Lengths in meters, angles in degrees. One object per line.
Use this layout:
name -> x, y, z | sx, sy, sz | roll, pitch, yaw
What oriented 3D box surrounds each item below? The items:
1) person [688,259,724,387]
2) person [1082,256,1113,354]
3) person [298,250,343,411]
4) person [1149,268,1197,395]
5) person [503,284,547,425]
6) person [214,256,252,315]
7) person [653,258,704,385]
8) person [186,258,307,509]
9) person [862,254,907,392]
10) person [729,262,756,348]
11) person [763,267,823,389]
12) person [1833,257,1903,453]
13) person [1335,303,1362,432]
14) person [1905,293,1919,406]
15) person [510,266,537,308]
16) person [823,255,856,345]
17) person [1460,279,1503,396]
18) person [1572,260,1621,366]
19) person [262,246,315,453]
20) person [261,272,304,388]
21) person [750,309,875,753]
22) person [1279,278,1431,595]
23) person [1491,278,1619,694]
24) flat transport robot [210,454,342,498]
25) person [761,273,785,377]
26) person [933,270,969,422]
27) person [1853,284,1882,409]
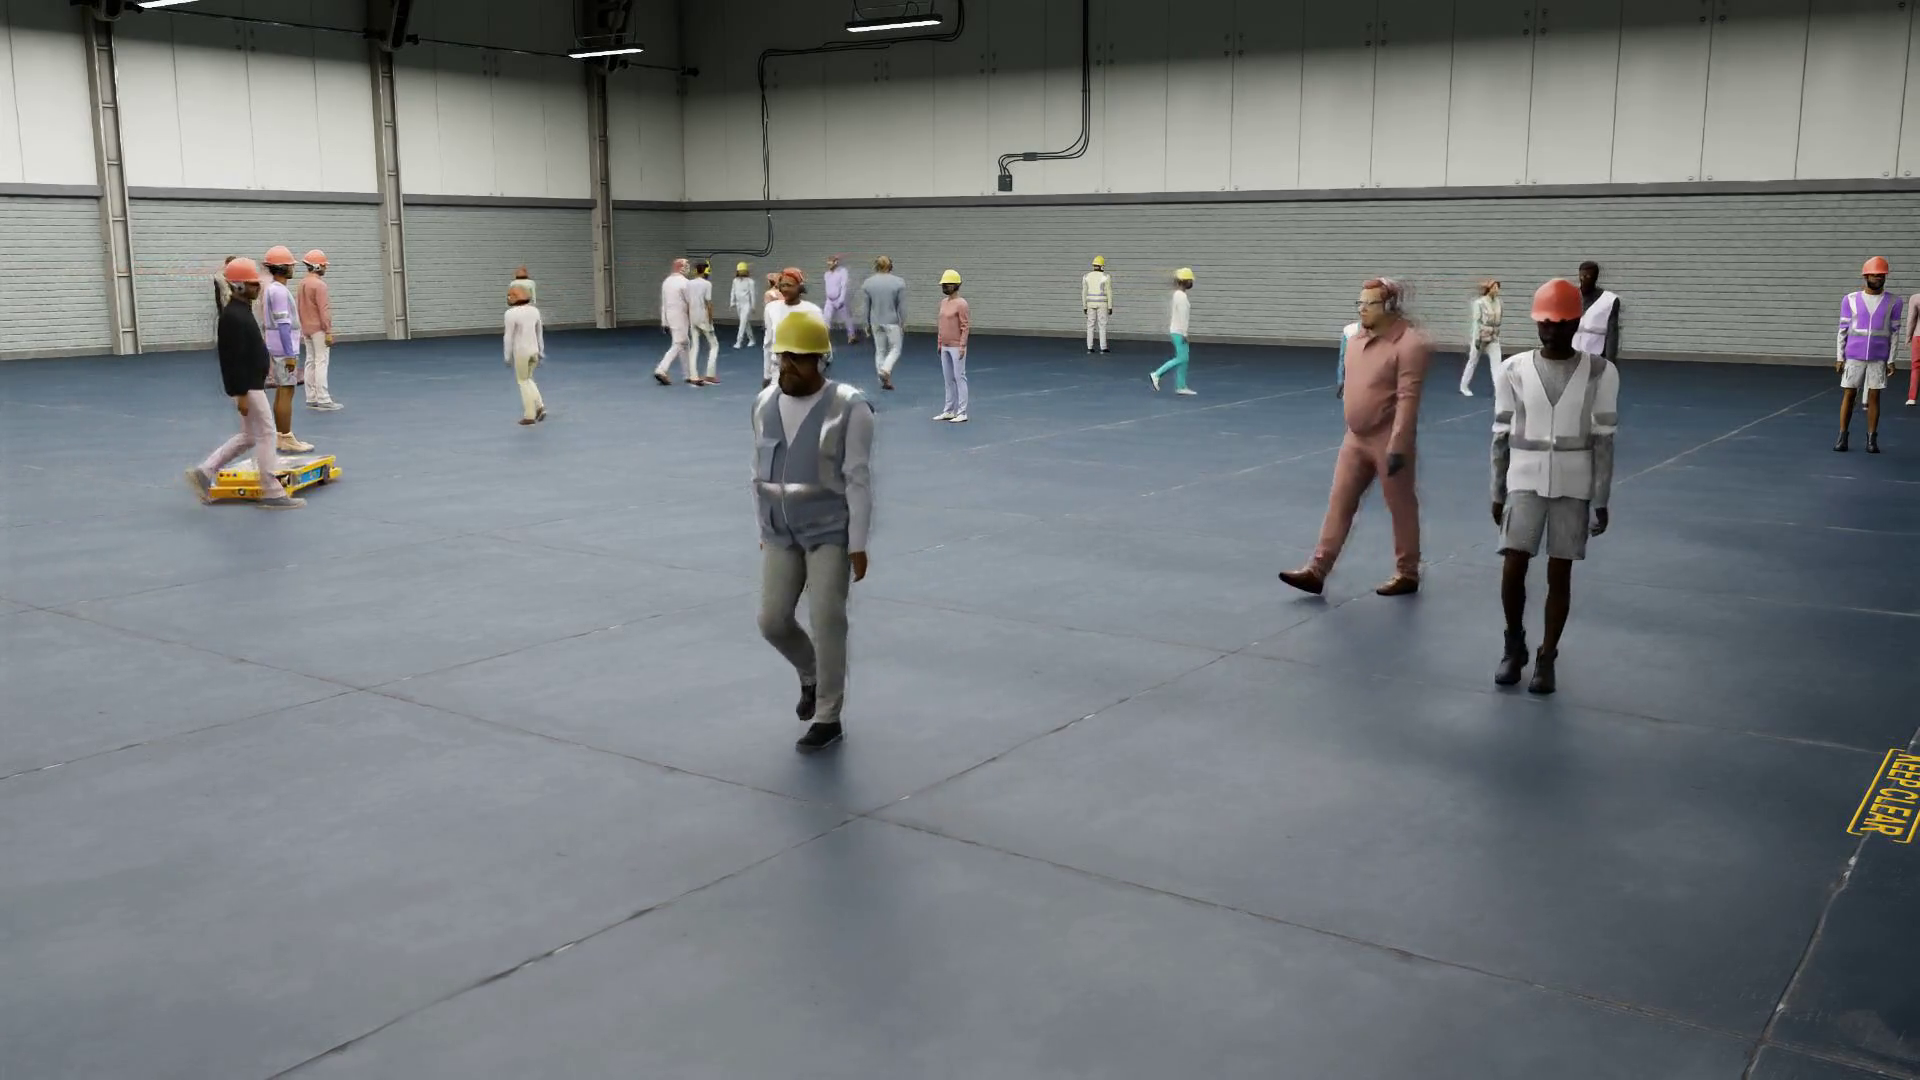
person -> -3.743, -3.156, 24.215 | 0.553, 1.838, 0.640 | 7, 12, 34
person -> 2.604, -4.422, 31.340 | 0.603, 1.830, 0.404 | 5, 11, 27
person -> -7.998, -2.610, 20.735 | 0.617, 1.993, 0.396 | 9, 14, 42
person -> 2.941, -2.844, 22.729 | 0.576, 1.746, 0.537 | 2, 10, 9
person -> -4.984, -2.111, 18.988 | 0.344, 1.616, 0.500 | 6, 12, 29
person -> -13.272, -4.265, 30.438 | 0.626, 1.844, 0.429 | -2, 10, -10
person -> -4.178, -3.223, 24.548 | 0.914, 1.864, 0.640 | -8, 13, -37
person -> -5.597, -1.201, 12.920 | 0.780, 1.969, 0.626 | -4, 11, -23
person -> -1.051, -3.007, 23.143 | 0.646, 1.929, 0.537 | 3, 11, 17
person -> -4.305, -4.701, 33.272 | 0.482, 1.700, 0.919 | 6, 12, 29
person -> -1.451, -1.449, 14.574 | 0.612, 1.870, 0.472 | 5, 11, 25
person -> 9.020, -1.835, 16.542 | 0.549, 1.942, 0.344 | 5, 11, 26
person -> 3.623, -1.371, 14.824 | 0.535, 1.628, 0.533 | 6, 12, 31
person -> 12.373, -2.585, 21.244 | 0.533, 1.765, 0.330 | 5, 11, 24
person -> -8.787, -4.702, 33.498 | 0.504, 1.616, 0.581 | -3, 10, -15
person -> -2.489, -4.877, 33.857 | 0.633, 1.858, 1.024 | 6, 12, 32
person -> 7.077, -2.707, 22.390 | 0.536, 1.598, 0.871 | -5, 11, -24
person -> 6.318, -1.846, 16.708 | 0.617, 1.906, 0.544 | 9, 14, 42
person -> -6.700, -1.886, 16.541 | 0.366, 2.046, 0.614 | -6, 12, -30
person -> -9.666, -3.134, 23.998 | 0.877, 1.870, 0.679 | -9, 13, -40
person -> -0.609, -0.042, 6.863 | 0.599, 1.819, 0.458 | 5, 11, 25
person -> 2.346, -0.571, 9.668 | 0.952, 1.860, 0.679 | -5, 12, -28
person -> 2.708, -0.230, 7.633 | 0.542, 1.922, 0.422 | 4, 11, 21
flat transport robot -> -5.784, -0.551, 14.027 | 0.652, 0.197, 1.431 | 0, 10, -2
person -> -2.862, -3.302, 25.663 | 0.372, 1.626, 0.521 | 5, 11, 24
person -> -0.096, -2.254, 19.379 | 0.315, 1.770, 0.524 | -7, 12, -34
person -> 11.393, -2.446, 20.884 | 0.507, 1.621, 0.425 | 5, 11, 28
